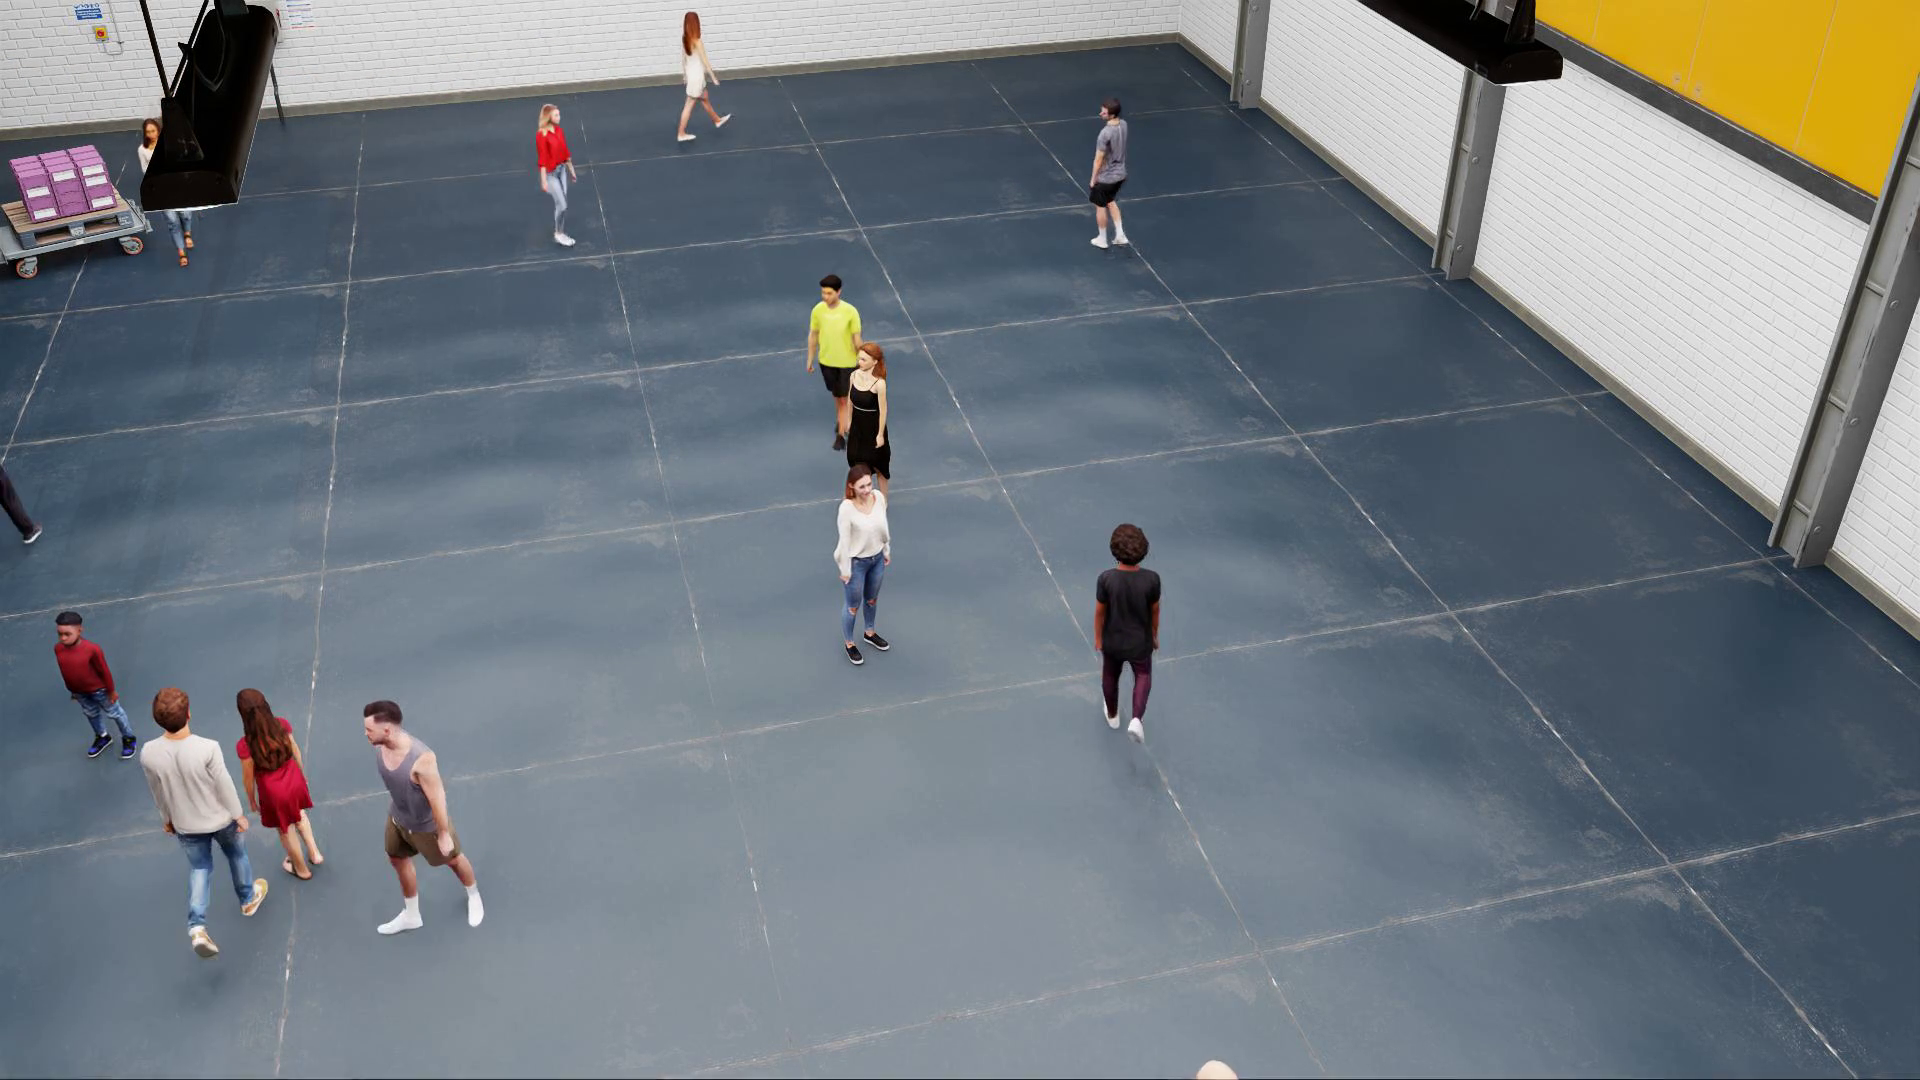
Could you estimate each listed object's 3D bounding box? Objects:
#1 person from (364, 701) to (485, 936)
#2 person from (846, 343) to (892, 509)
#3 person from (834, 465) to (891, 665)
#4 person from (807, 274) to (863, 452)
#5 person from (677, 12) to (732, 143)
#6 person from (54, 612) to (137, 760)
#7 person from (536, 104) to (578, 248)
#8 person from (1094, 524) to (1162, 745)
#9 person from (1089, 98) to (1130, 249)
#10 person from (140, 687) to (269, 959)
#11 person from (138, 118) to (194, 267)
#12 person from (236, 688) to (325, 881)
[{"bbox_3d":[-3.335,1.667,10.447,0.966,1.818,1.037,16,37,22],"label":"person"},{"bbox_3d":[-0.788,-0.981,14.517,0.667,1.625,0.737,23,40,31],"label":"person"},{"bbox_3d":[-0.743,0.162,12.737,0.703,1.692,0.692,-25,41,-32],"label":"person"},{"bbox_3d":[-1.121,-1.739,15.609,0.957,1.679,1.081,10,35,15],"label":"person"},{"bbox_3d":[-3.622,-6.151,22.269,0.939,1.654,1.157,-23,40,-30],"label":"person"},{"bbox_3d":[-6.190,1.019,11.848,0.572,1.250,0.586,4,34,6],"label":"person"},{"bbox_3d":[-4.776,-4.257,19.379,0.786,1.699,0.703,14,36,20],"label":"person"},{"bbox_3d":[1.197,0.709,11.844,0.783,1.770,0.946,1,34,2],"label":"person"},{"bbox_3d":[1.768,-4.162,19.099,0.848,1.851,0.893,-22,39,-29],"label":"person"},{"bbox_3d":[-4.644,1.755,10.170,0.799,1.881,1.119,-2,34,-2],"label":"person"},{"bbox_3d":[-9.066,-4.052,19.124,0.727,1.641,1.094,-13,36,-19],"label":"person"},{"bbox_3d":[-4.338,1.605,10.695,0.769,1.549,0.705,23,40,30],"label":"person"}]
